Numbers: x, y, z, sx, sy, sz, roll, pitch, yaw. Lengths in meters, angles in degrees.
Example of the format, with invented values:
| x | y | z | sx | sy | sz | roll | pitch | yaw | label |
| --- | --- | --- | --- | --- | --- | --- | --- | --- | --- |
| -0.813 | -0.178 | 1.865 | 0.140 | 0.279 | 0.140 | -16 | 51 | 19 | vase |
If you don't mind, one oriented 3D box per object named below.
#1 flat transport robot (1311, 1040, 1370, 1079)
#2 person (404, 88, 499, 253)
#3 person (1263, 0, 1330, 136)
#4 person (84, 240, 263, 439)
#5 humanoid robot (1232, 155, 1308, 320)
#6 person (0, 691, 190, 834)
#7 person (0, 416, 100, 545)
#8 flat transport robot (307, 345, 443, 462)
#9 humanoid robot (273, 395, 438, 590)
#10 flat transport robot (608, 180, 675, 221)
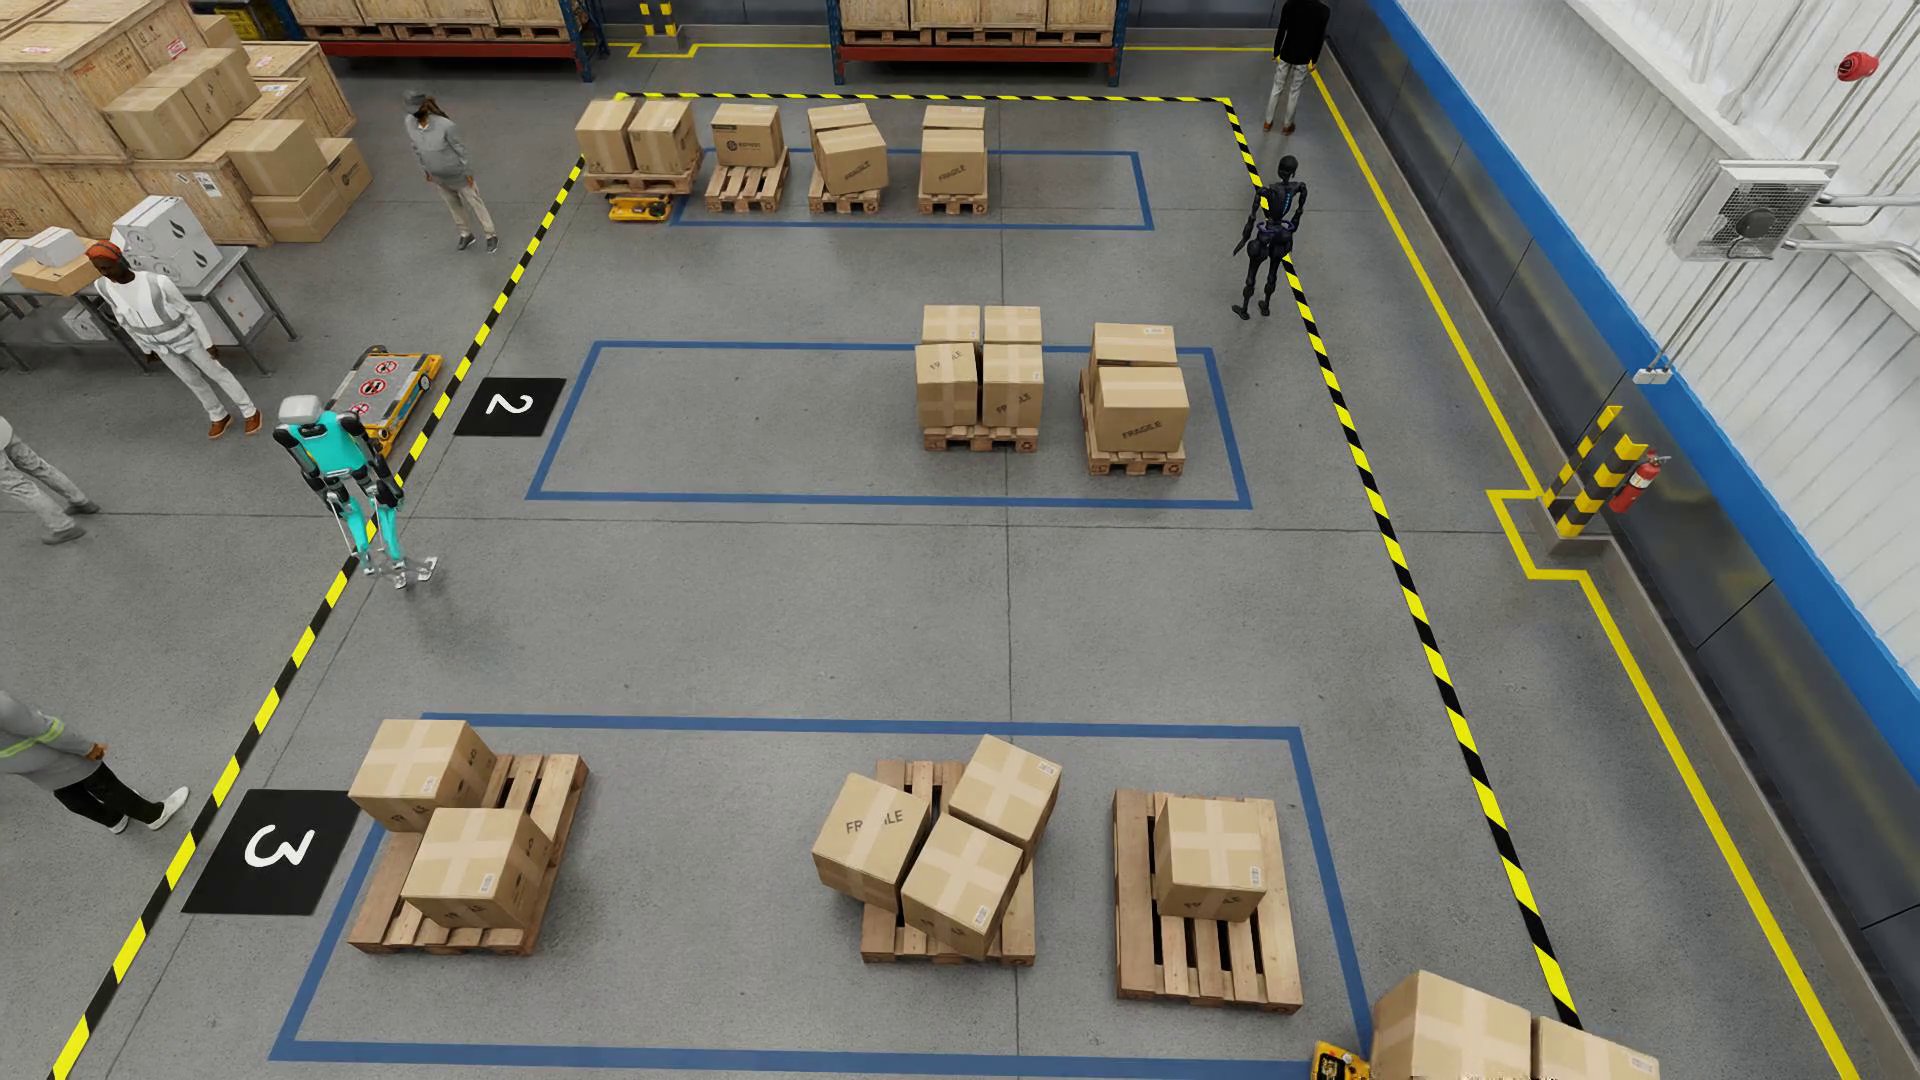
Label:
| x | y | z | sx | sy | sz | roll | pitch | yaw | label |
| --- | --- | --- | --- | --- | --- | --- | --- | --- | --- |
| 2.517 | 3.176 | 4.662 | 1.431 | 0.197 | 0.652 | 17 | 52 | 14 | flat transport robot |
| -5.391 | -3.891 | 9.678 | 0.563 | 1.764 | 0.402 | 6 | 50 | 5 | person |
| 4.175 | -6.022 | 11.405 | 0.585 | 1.884 | 0.366 | 22 | 53 | 18 | person |
| -6.591 | -1.648 | 7.704 | 0.571 | 1.882 | 0.357 | -7 | 50 | -6 | person |
| 3.000 | -2.924 | 8.911 | 0.599 | 1.654 | 0.315 | -8 | 50 | -7 | humanoid robot |
| -5.336 | 1.195 | 5.319 | 0.586 | 1.852 | 0.384 | -2 | 50 | -1 | person |
| -7.395 | -0.737 | 6.899 | 0.414 | 1.940 | 0.606 | -10 | 51 | -8 | person |
| -5.383 | -1.269 | 8.441 | 0.659 | 0.231 | 1.431 | 1 | 50 | 1 | flat transport robot |
| -4.268 | -0.201 | 6.487 | 0.533 | 1.677 | 0.735 | -12 | 51 | -10 | humanoid robot |
| -3.710 | -4.283 | 10.973 | 0.652 | 0.197 | 1.431 | 1 | 50 | 1 | flat transport robot |
